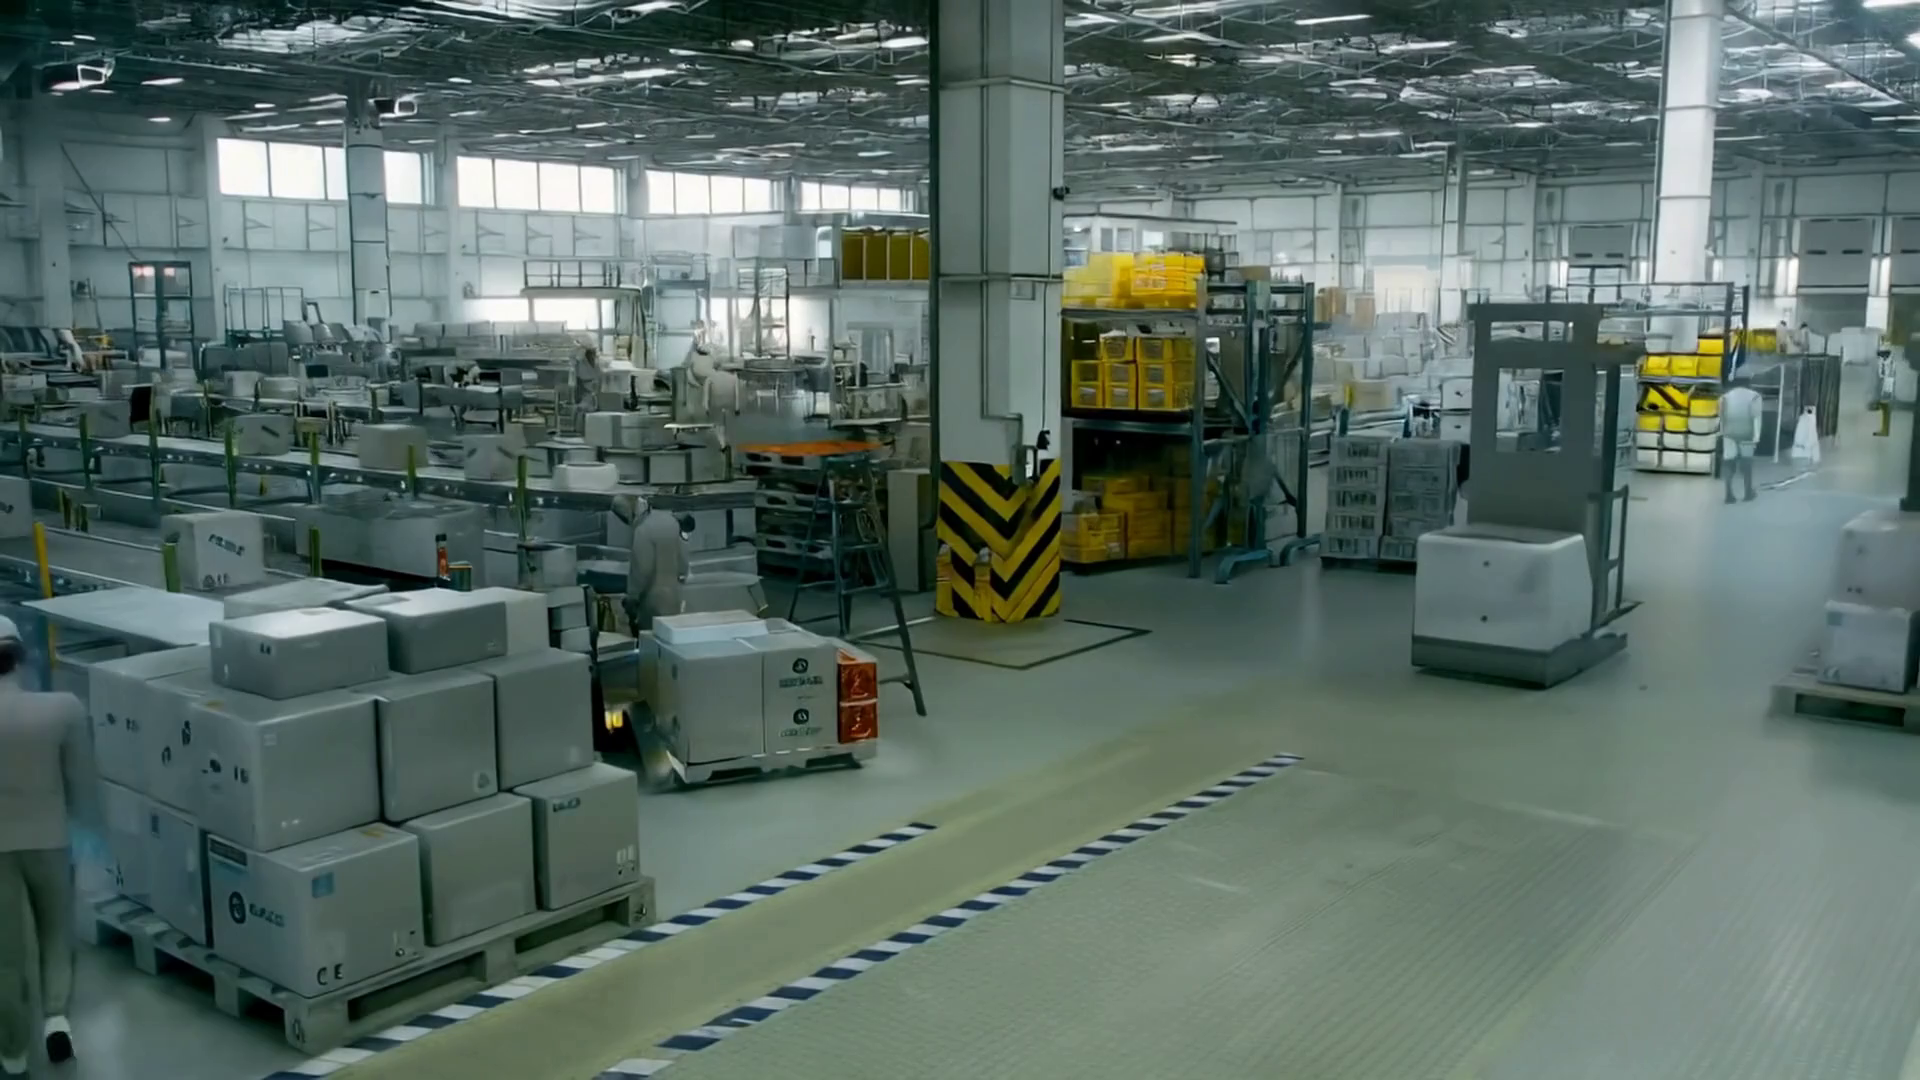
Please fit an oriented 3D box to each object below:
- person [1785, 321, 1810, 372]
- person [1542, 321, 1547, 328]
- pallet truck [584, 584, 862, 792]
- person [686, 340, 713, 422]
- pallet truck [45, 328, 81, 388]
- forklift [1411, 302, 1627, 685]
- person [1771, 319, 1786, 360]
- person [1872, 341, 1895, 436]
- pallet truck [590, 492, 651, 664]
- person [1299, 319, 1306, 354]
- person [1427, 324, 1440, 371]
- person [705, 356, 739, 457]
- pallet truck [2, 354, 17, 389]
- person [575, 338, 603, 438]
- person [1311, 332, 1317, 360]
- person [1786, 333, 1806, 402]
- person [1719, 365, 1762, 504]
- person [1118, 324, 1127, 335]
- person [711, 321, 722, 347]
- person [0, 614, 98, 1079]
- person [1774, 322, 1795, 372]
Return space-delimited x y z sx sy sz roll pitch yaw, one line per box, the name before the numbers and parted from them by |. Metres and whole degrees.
person | 29.902 -6.838 59.252 0.900 1.906 0.655 2 9 16
person | 24.326 -8.254 69.084 0.431 1.836 0.631 -2 9 -14
pallet truck | -1.426 0.805 10.019 1.601 1.201 0.680 -4 9 -26
person | -5.898 -3.595 37.563 0.634 1.867 0.928 -5 10 -32
pallet truck | -23.775 -4.544 43.495 1.885 1.965 0.823 6 10 35
forklift | 4.379 -0.438 12.852 1.129 2.768 1.873 7 11 37
person | 35.017 -8.546 71.080 0.493 1.818 0.656 1 9 8
person | 18.754 -3.070 33.758 0.372 1.934 0.551 5 10 30
pallet truck | -3.115 0.344 12.883 0.653 1.274 1.630 7 11 37
person | 15.985 -9.541 77.378 0.361 1.938 0.545 -7 11 -38
person | 17.597 -7.142 61.857 0.484 1.744 0.296 0 8 3
person | -4.216 -2.371 29.525 0.598 1.796 0.889 -3 9 -18
pallet truck | -24.881 -4.417 42.634 1.885 1.965 0.823 8 11 41
person | -7.073 -2.840 31.863 0.390 2.039 0.614 5 10 33
person | 10.315 -5.246 49.041 0.377 1.754 0.603 -6 10 -34
person | 21.649 -4.420 43.110 0.328 1.865 0.521 -3 9 -18
person | 10.830 -1.465 23.016 0.579 1.908 0.809 8 11 43
person | 5.203 -5.941 53.180 0.370 1.915 0.596 -5 10 -30
person | -9.509 -7.661 65.032 0.524 1.834 0.475 -7 11 -39
person | -3.447 1.127 6.083 0.550 1.744 0.482 -6 10 -35
person | 30.447 -7.098 61.267 0.503 1.827 0.932 -1 9 -7
